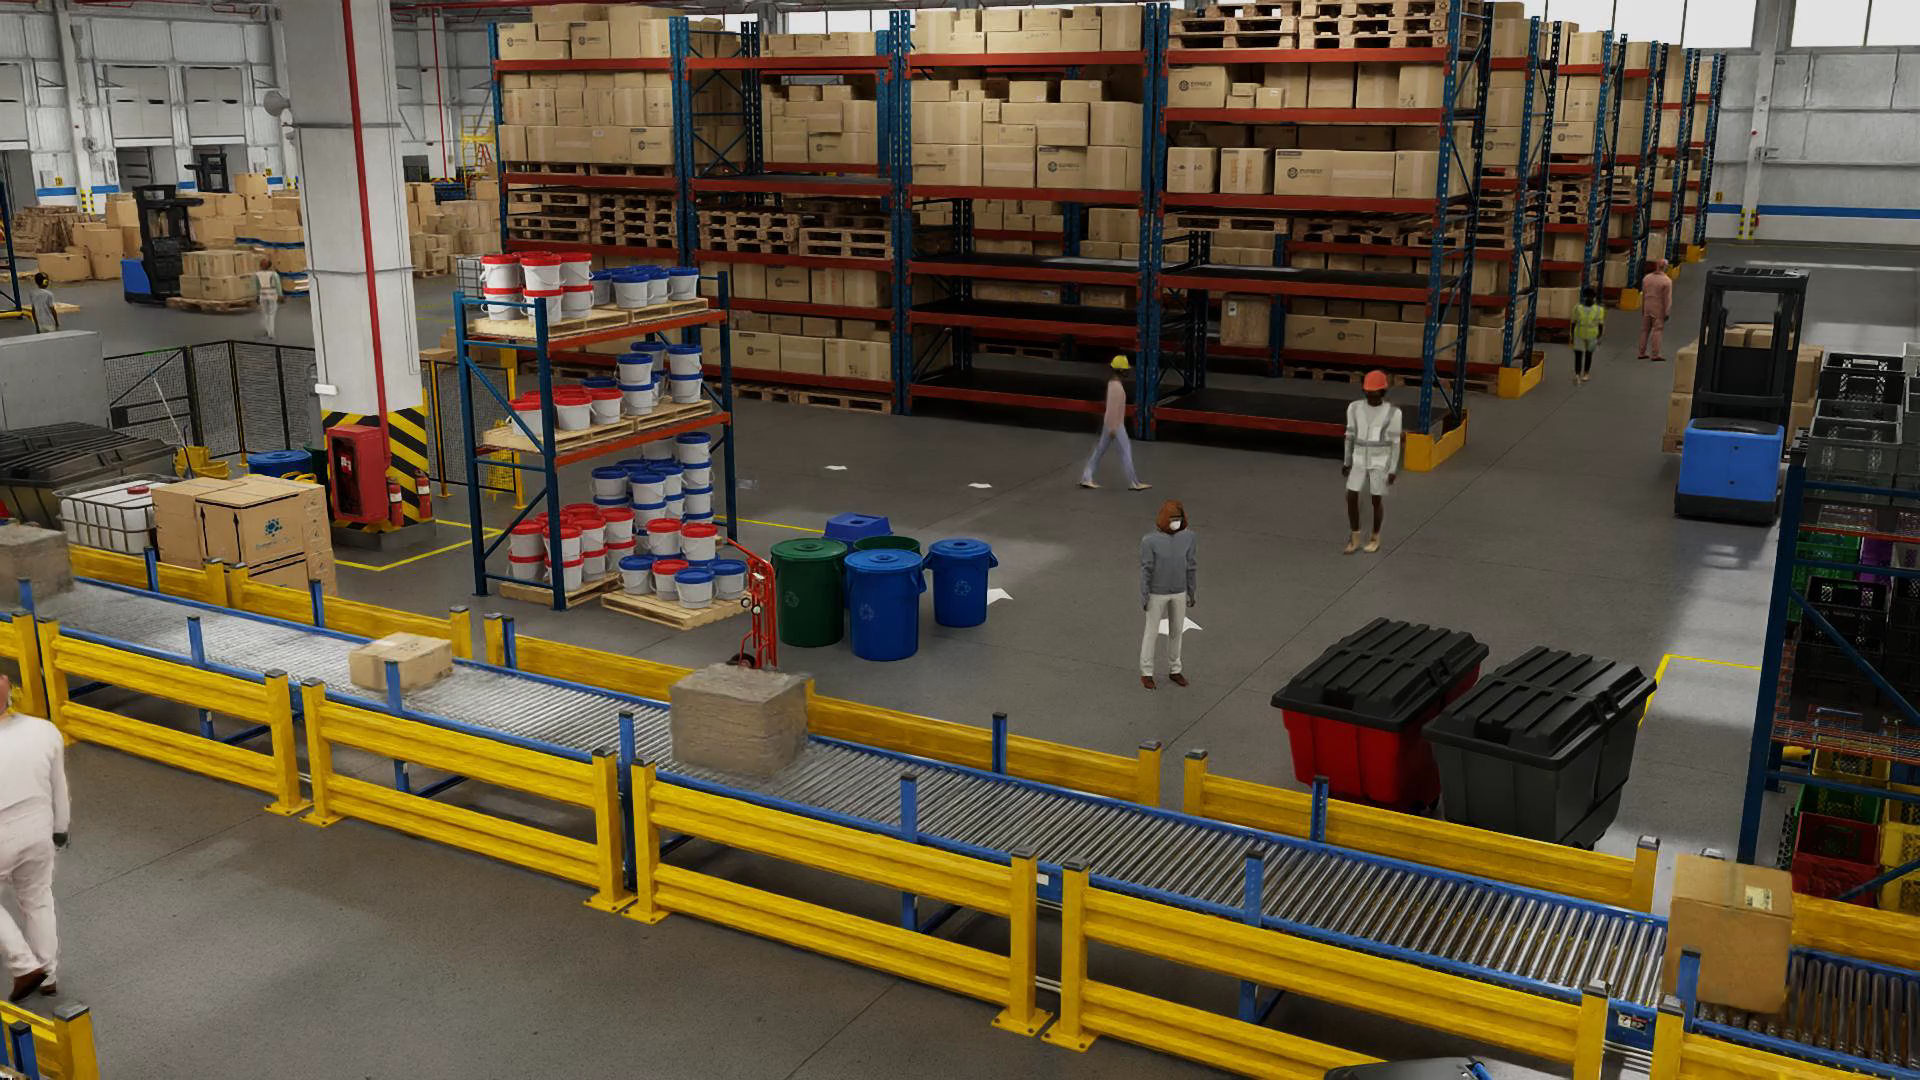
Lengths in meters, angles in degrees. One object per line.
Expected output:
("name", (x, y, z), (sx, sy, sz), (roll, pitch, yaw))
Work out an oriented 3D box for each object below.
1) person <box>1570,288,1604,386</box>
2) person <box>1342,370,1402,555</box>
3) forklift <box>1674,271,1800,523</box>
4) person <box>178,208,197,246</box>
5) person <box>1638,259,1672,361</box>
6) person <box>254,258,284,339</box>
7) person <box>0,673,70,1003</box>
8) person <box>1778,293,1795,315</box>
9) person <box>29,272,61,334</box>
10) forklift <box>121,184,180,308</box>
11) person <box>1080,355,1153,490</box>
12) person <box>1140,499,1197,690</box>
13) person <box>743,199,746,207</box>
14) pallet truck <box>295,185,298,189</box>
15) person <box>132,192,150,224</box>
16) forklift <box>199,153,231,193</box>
("person", (10.795, -3.518, 28.671), (0.536, 1.655, 0.852), (6, 16, 21))
("person", (4.362, -0.812, 17.800), (0.658, 2.016, 0.716), (9, 18, 32))
("forklift", (9.269, -1.763, 19.726), (1.129, 2.768, 1.873), (8, 17, 27))
("person", (-21.957, -8.477, 47.059), (0.954, 1.793, 0.646), (8, 17, 28))
("person", (13.058, -4.304, 31.167), (0.399, 1.901, 0.642), (-8, 17, -28))
("person", (-14.175, -4.971, 34.188), (0.533, 1.615, 0.567), (0, 15, 1))
("person", (-5.134, 1.602, 8.973), (0.433, 1.888, 0.665), (10, 18, 32))
("person", (15.624, -4.242, 31.454), (0.280, 1.624, 0.493), (4, 15, 14))
("person", (-15.990, -3.758, 29.160), (0.508, 1.874, 0.329), (4, 15, 14))
("forklift", (-18.928, -6.994, 39.391), (1.873, 2.768, 1.129), (8, 17, 28))
("person", (1.939, -1.463, 20.822), (0.902, 1.718, 0.538), (-1, 15, -3))
("person", (1.727, 0.450, 13.818), (0.497, 1.625, 0.287), (-5, 16, -17))
("person", (-6.648, -9.630, 51.373), (0.622, 1.813, 0.920), (2, 15, 9))
("pallet truck", (-26.804, -14.617, 69.738), (1.885, 1.965, 0.823), (-14, 20, -42))
("person", (-26.158, -10.146, 53.056), (0.627, 1.935, 0.373), (-4, 15, -15))
("forklift", (-27.440, -12.865, 61.464), (1.873, 2.768, 1.129), (8, 17, 28))
